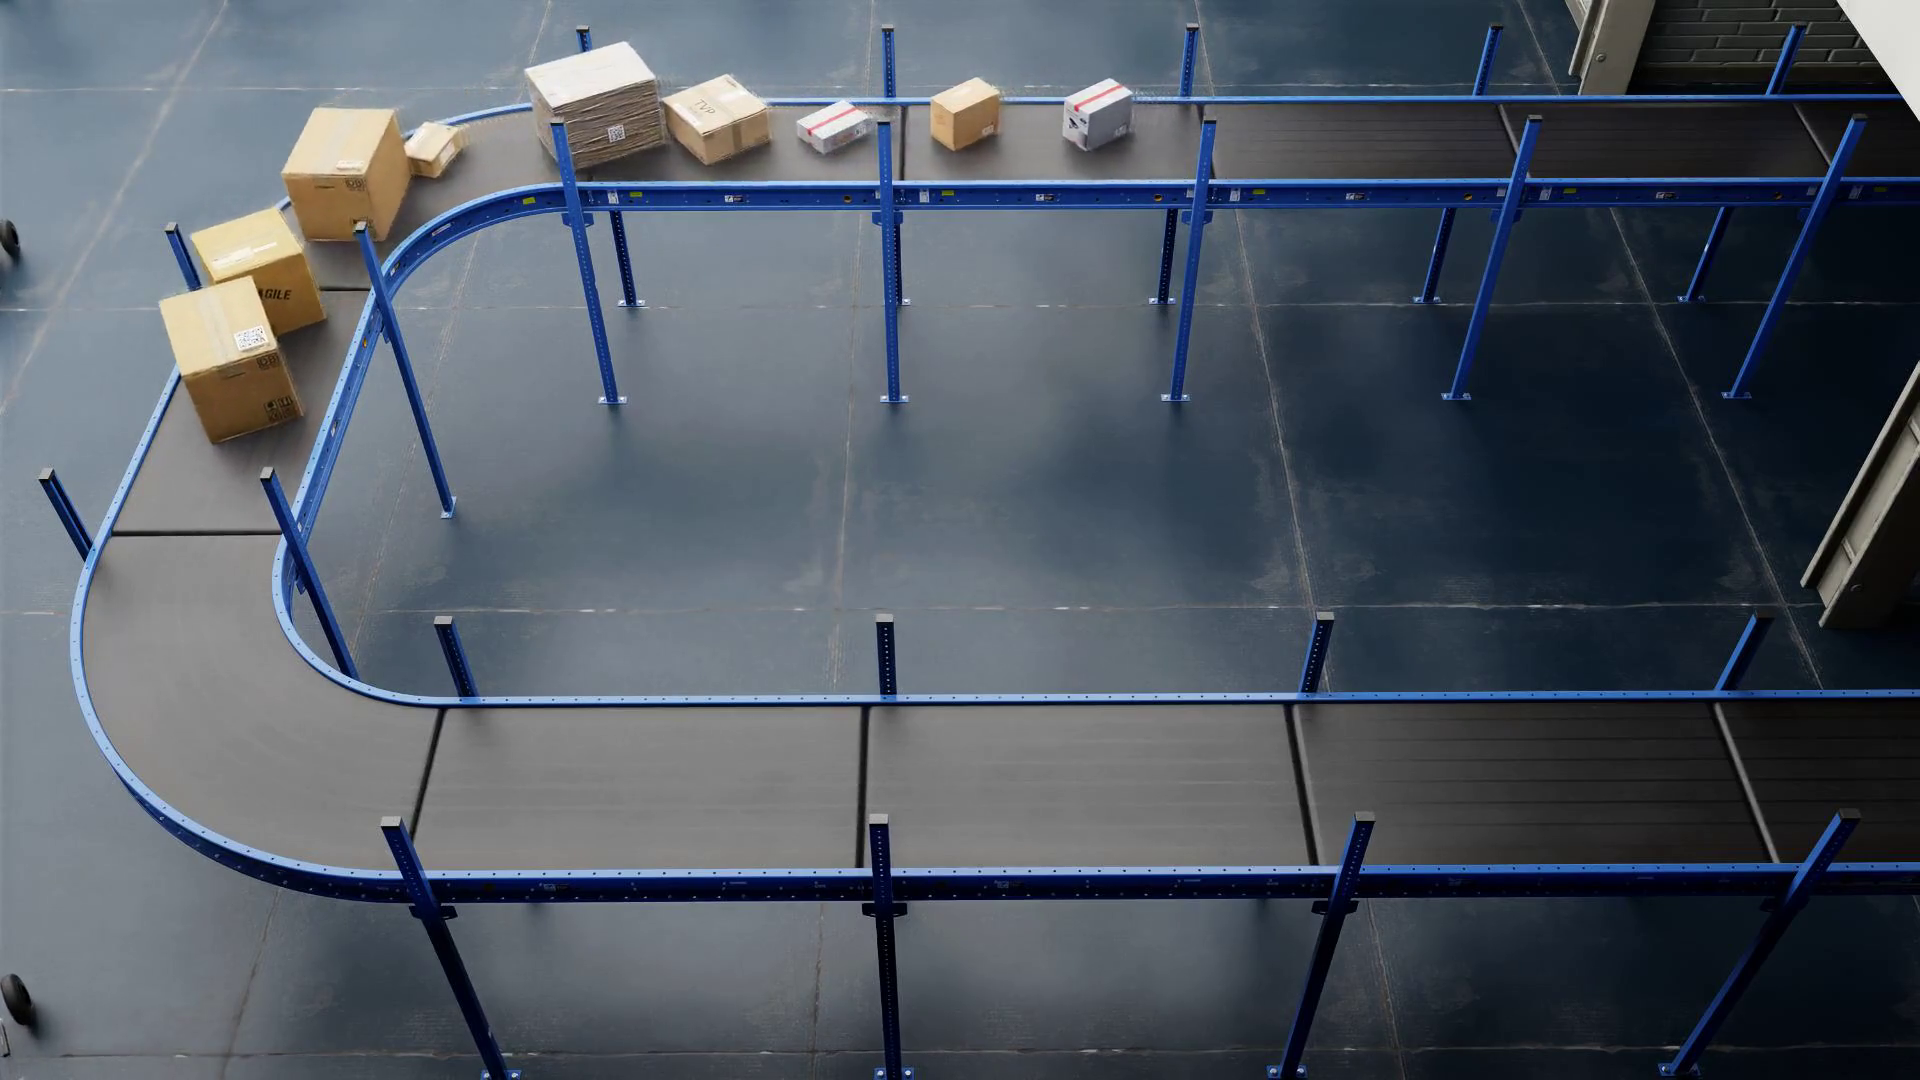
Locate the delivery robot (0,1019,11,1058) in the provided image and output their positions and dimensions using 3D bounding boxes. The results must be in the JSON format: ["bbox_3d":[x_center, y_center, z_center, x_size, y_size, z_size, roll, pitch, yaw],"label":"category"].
[{"bbox_3d":[-4.925,2.389,8.445,0.335,0.223,0.698,-24,51,-21],"label":"delivery robot"}]
